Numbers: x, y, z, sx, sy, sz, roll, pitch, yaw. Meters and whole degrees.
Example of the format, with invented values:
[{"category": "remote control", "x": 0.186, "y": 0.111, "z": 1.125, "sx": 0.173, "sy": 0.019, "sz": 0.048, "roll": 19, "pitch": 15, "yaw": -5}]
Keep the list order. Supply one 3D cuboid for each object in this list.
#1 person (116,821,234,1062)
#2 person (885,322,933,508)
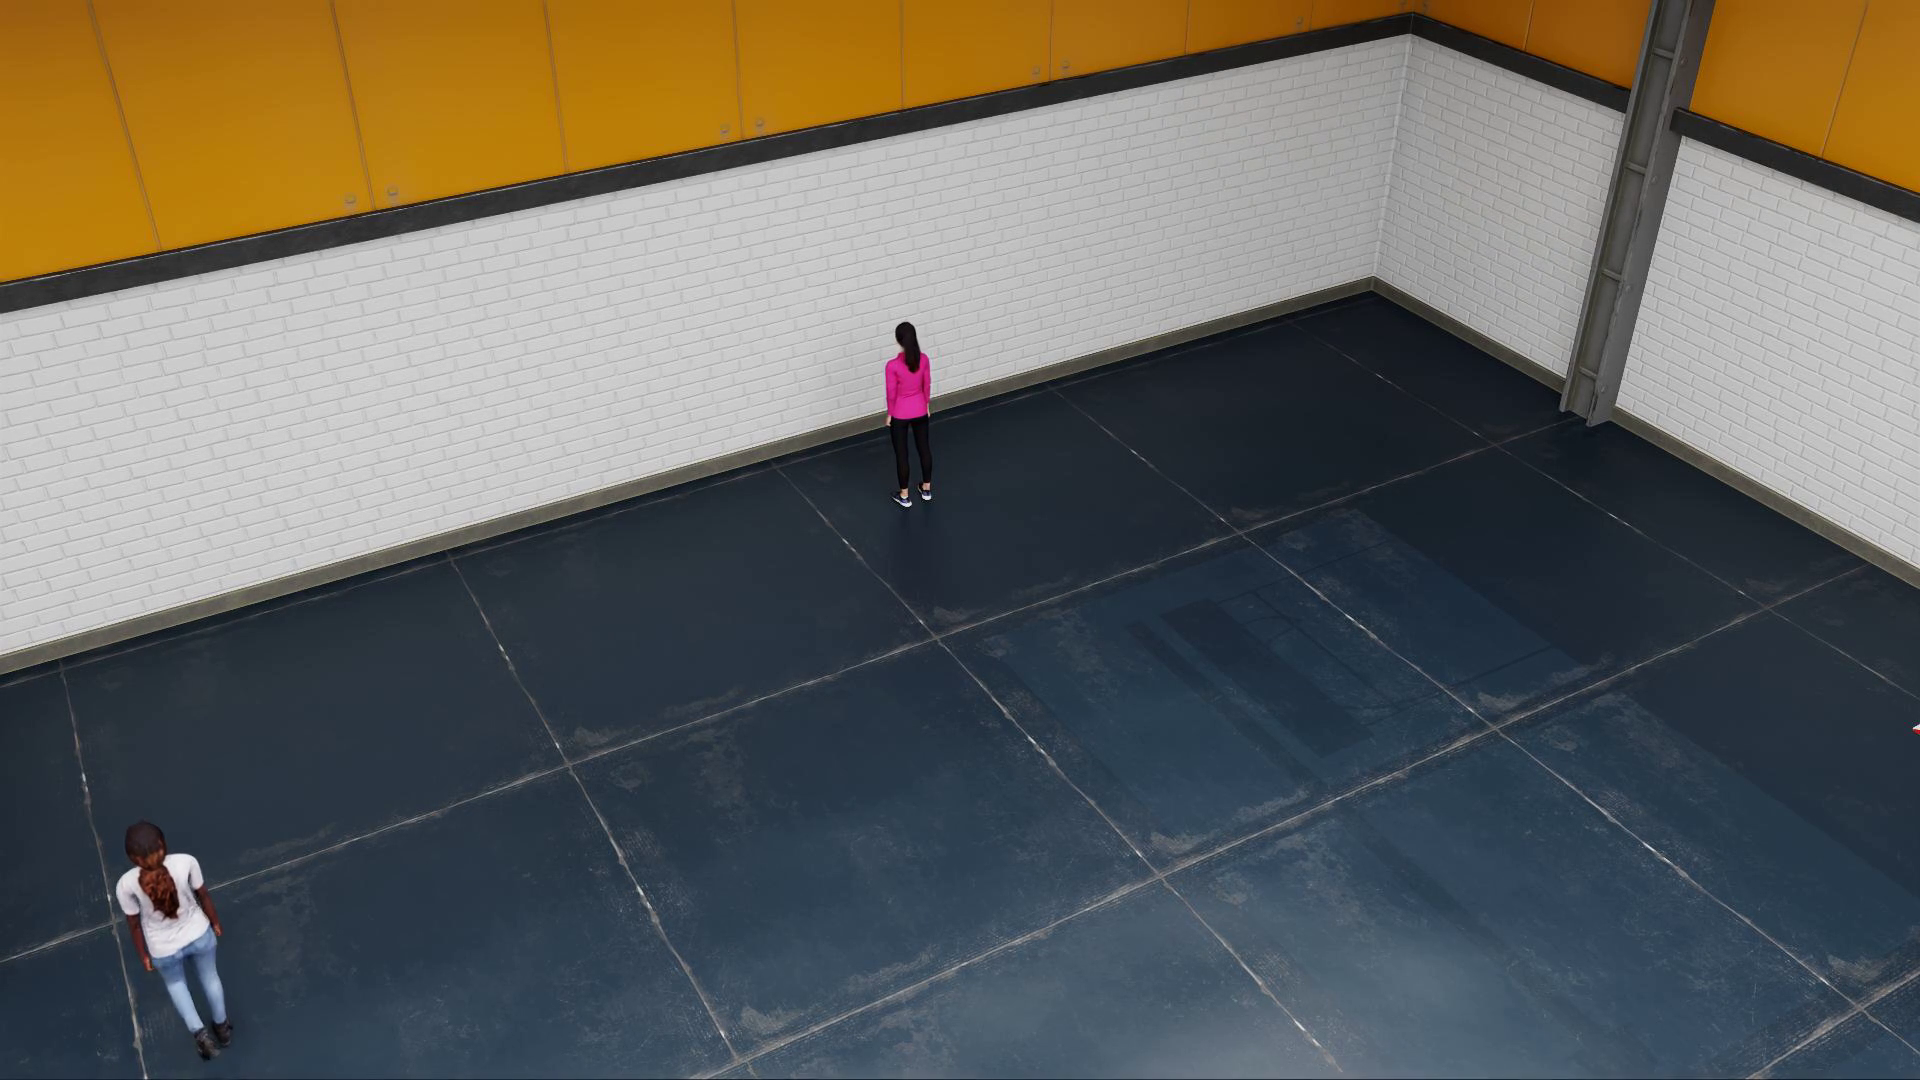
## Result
[{"category": "person", "x": -4.319, "y": 2.278, "z": 9.248, "sx": 0.608, "sy": 1.717, "sz": 0.732, "roll": -19, "pitch": 38, "yaw": -26}, {"category": "person", "x": -0.435, "y": -1.087, "z": 14.327, "sx": 0.580, "sy": 1.699, "sz": 0.554, "roll": -16, "pitch": 37, "yaw": -23}]
